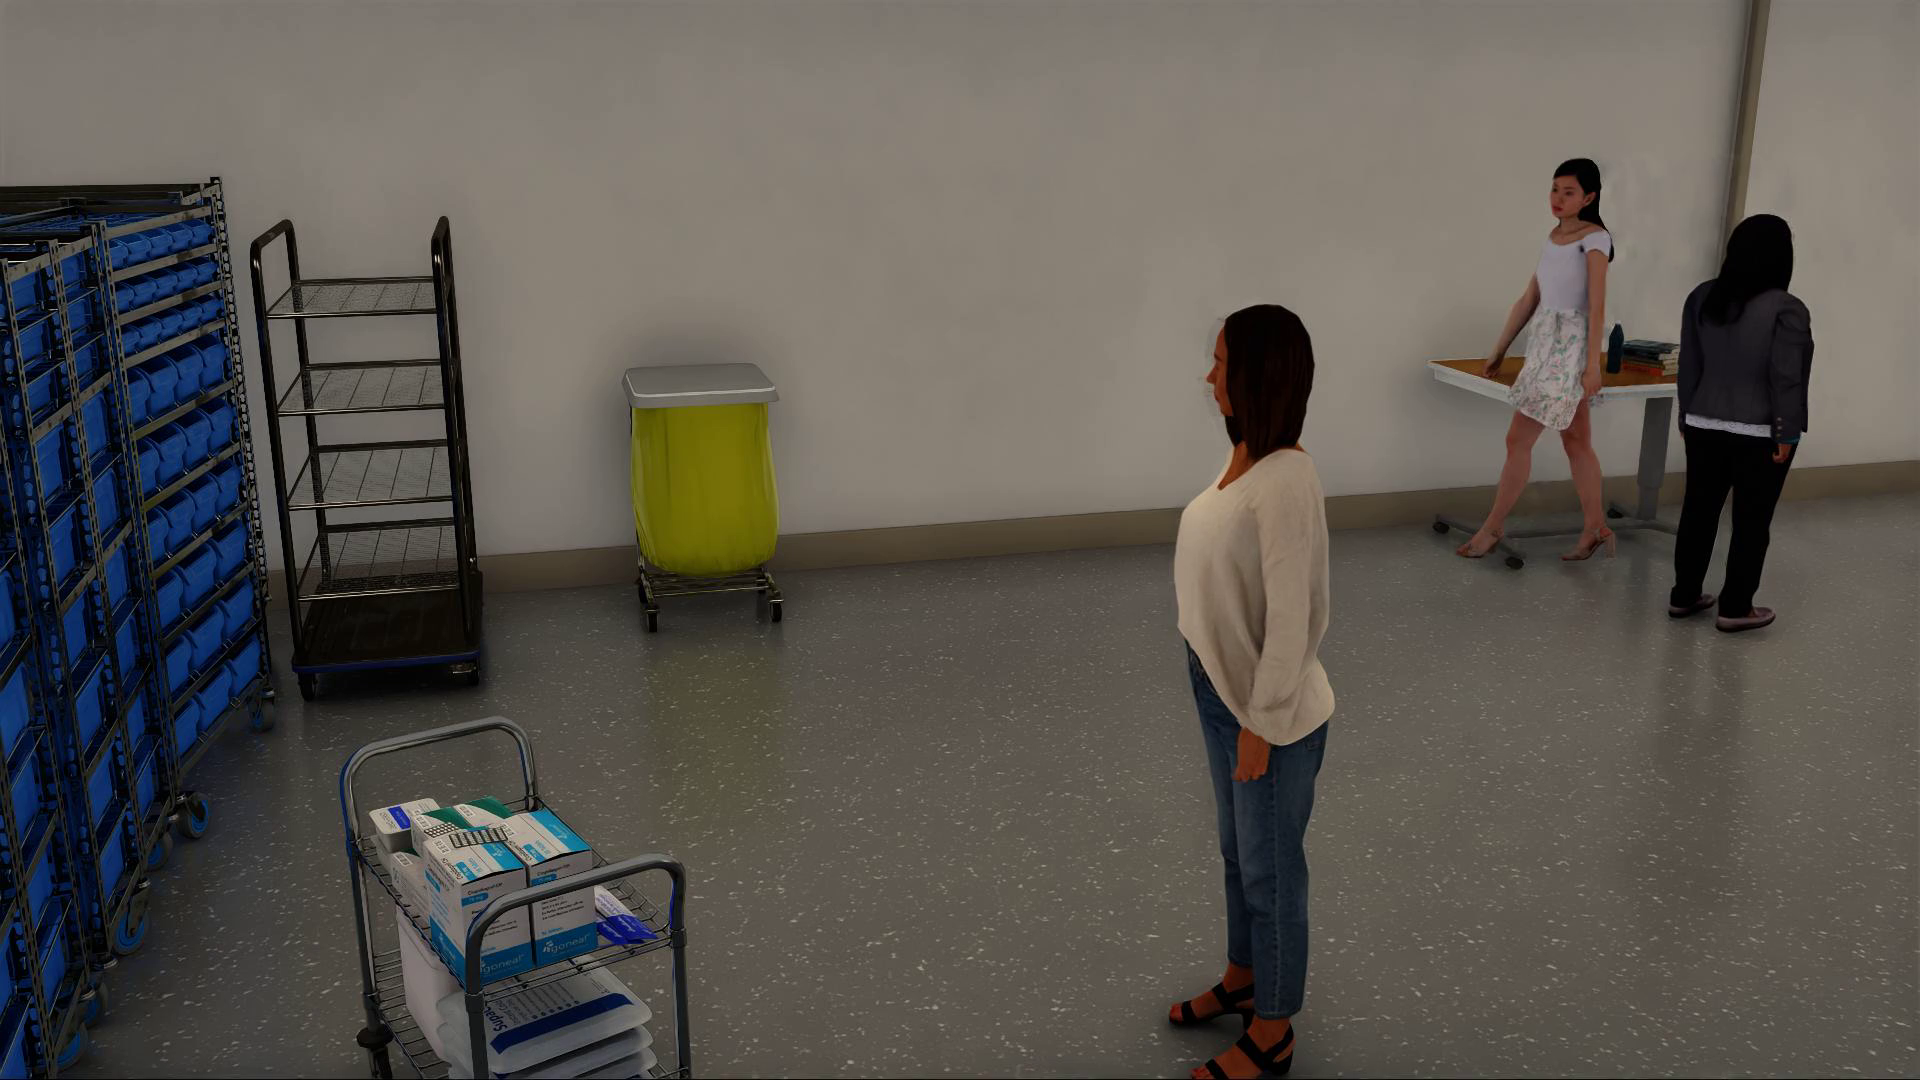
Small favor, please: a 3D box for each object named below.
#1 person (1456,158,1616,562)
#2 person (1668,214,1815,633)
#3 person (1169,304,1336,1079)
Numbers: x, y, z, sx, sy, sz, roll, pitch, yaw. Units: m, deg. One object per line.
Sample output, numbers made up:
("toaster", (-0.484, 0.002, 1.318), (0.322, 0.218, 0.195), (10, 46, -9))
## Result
("person", (2.655, -0.717, 7.093), (0.981, 1.748, 0.751), (1, 16, 3))
("person", (2.999, -0.445, 6.408), (0.748, 1.597, 0.745), (-9, 18, -29))
("person", (0.631, 0.338, 3.478), (0.616, 1.680, 0.657), (-1, 16, -2))
